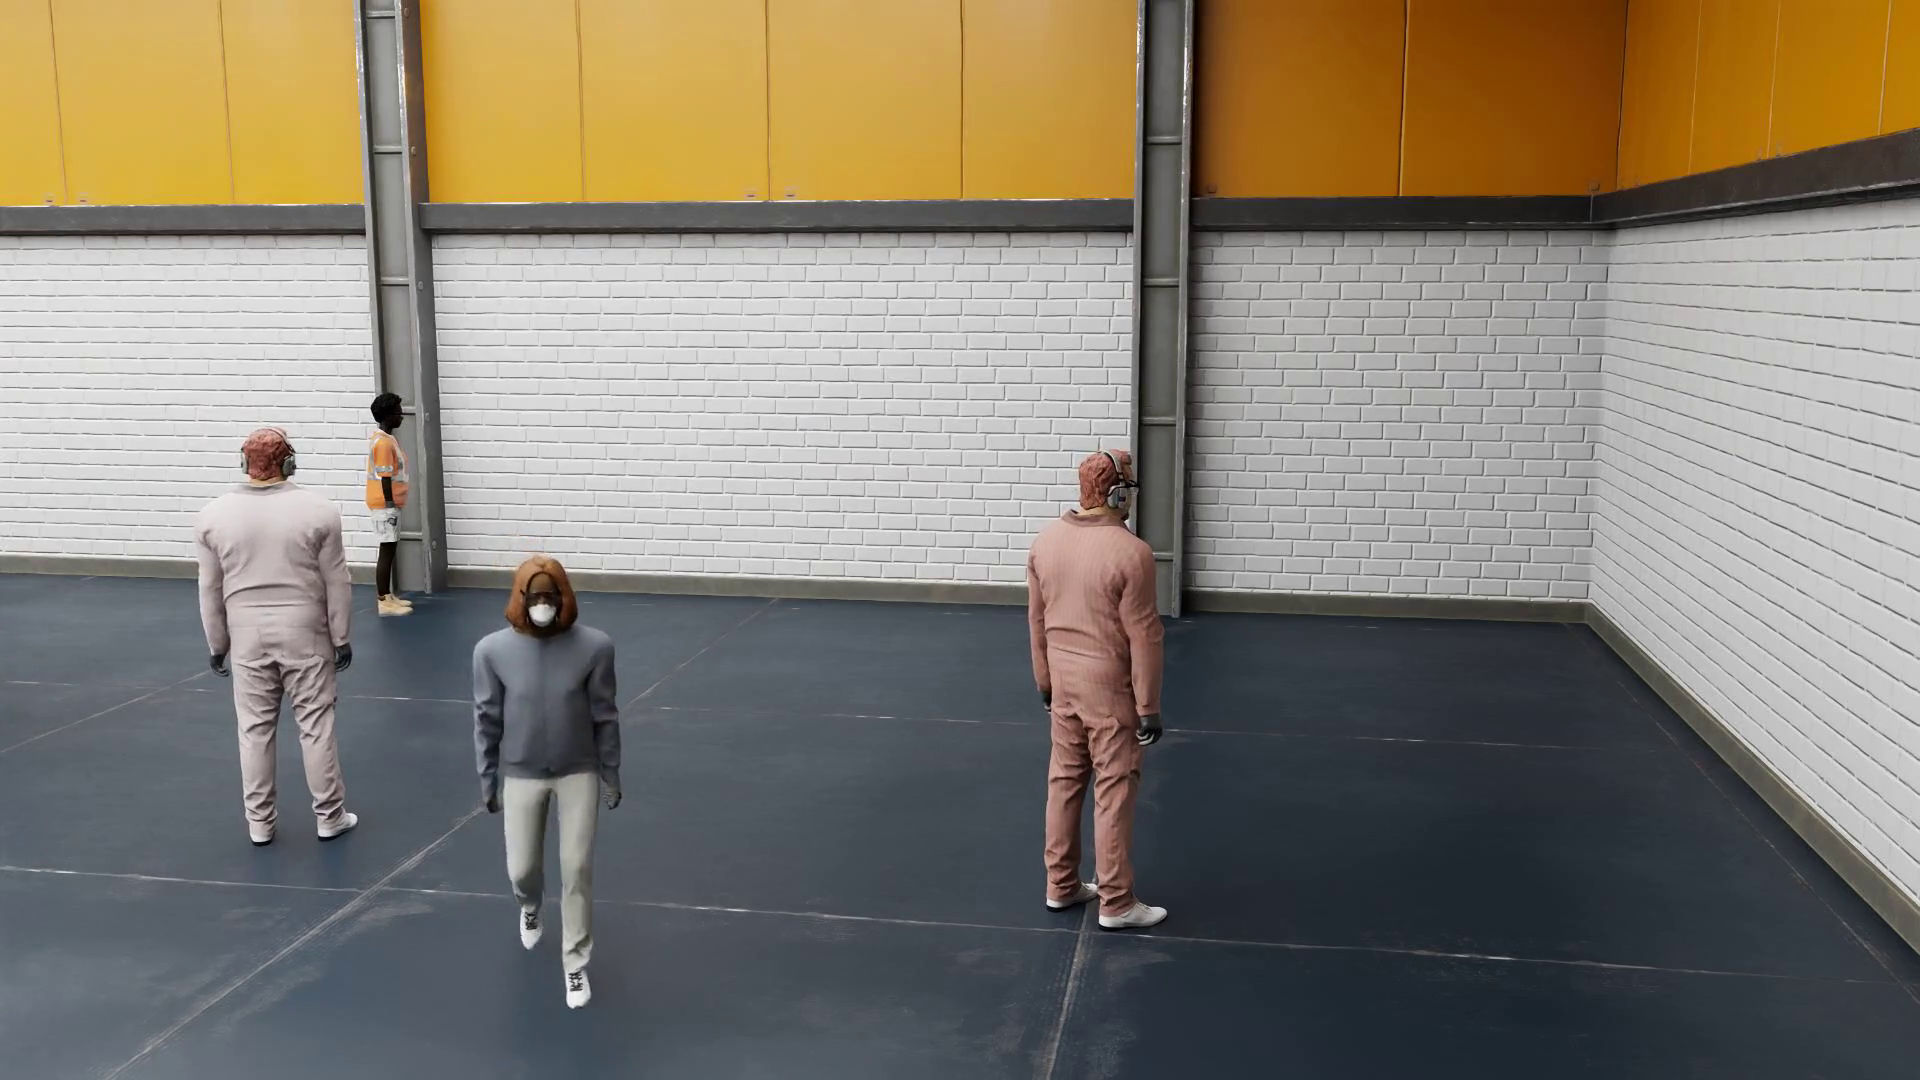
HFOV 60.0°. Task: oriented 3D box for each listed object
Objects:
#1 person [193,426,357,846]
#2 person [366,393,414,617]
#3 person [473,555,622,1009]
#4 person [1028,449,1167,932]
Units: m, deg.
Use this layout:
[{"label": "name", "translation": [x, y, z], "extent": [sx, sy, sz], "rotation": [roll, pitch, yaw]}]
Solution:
[{"label": "person", "translation": [-3.084, 0.438, 7.559], "extent": [0.641, 1.910, 0.401], "rotation": [-1, 9, -8]}, {"label": "person", "translation": [-4.321, -0.267, 12.585], "extent": [0.321, 1.690, 0.529], "rotation": [-2, 9, -14]}, {"label": "person", "translation": [-1.482, 0.835, 6.012], "extent": [0.506, 1.620, 0.519], "rotation": [-2, 9, -14]}, {"label": "person", "translation": [0.571, 0.589, 6.628], "extent": [0.405, 1.906, 0.653], "rotation": [-8, 12, -41]}]
